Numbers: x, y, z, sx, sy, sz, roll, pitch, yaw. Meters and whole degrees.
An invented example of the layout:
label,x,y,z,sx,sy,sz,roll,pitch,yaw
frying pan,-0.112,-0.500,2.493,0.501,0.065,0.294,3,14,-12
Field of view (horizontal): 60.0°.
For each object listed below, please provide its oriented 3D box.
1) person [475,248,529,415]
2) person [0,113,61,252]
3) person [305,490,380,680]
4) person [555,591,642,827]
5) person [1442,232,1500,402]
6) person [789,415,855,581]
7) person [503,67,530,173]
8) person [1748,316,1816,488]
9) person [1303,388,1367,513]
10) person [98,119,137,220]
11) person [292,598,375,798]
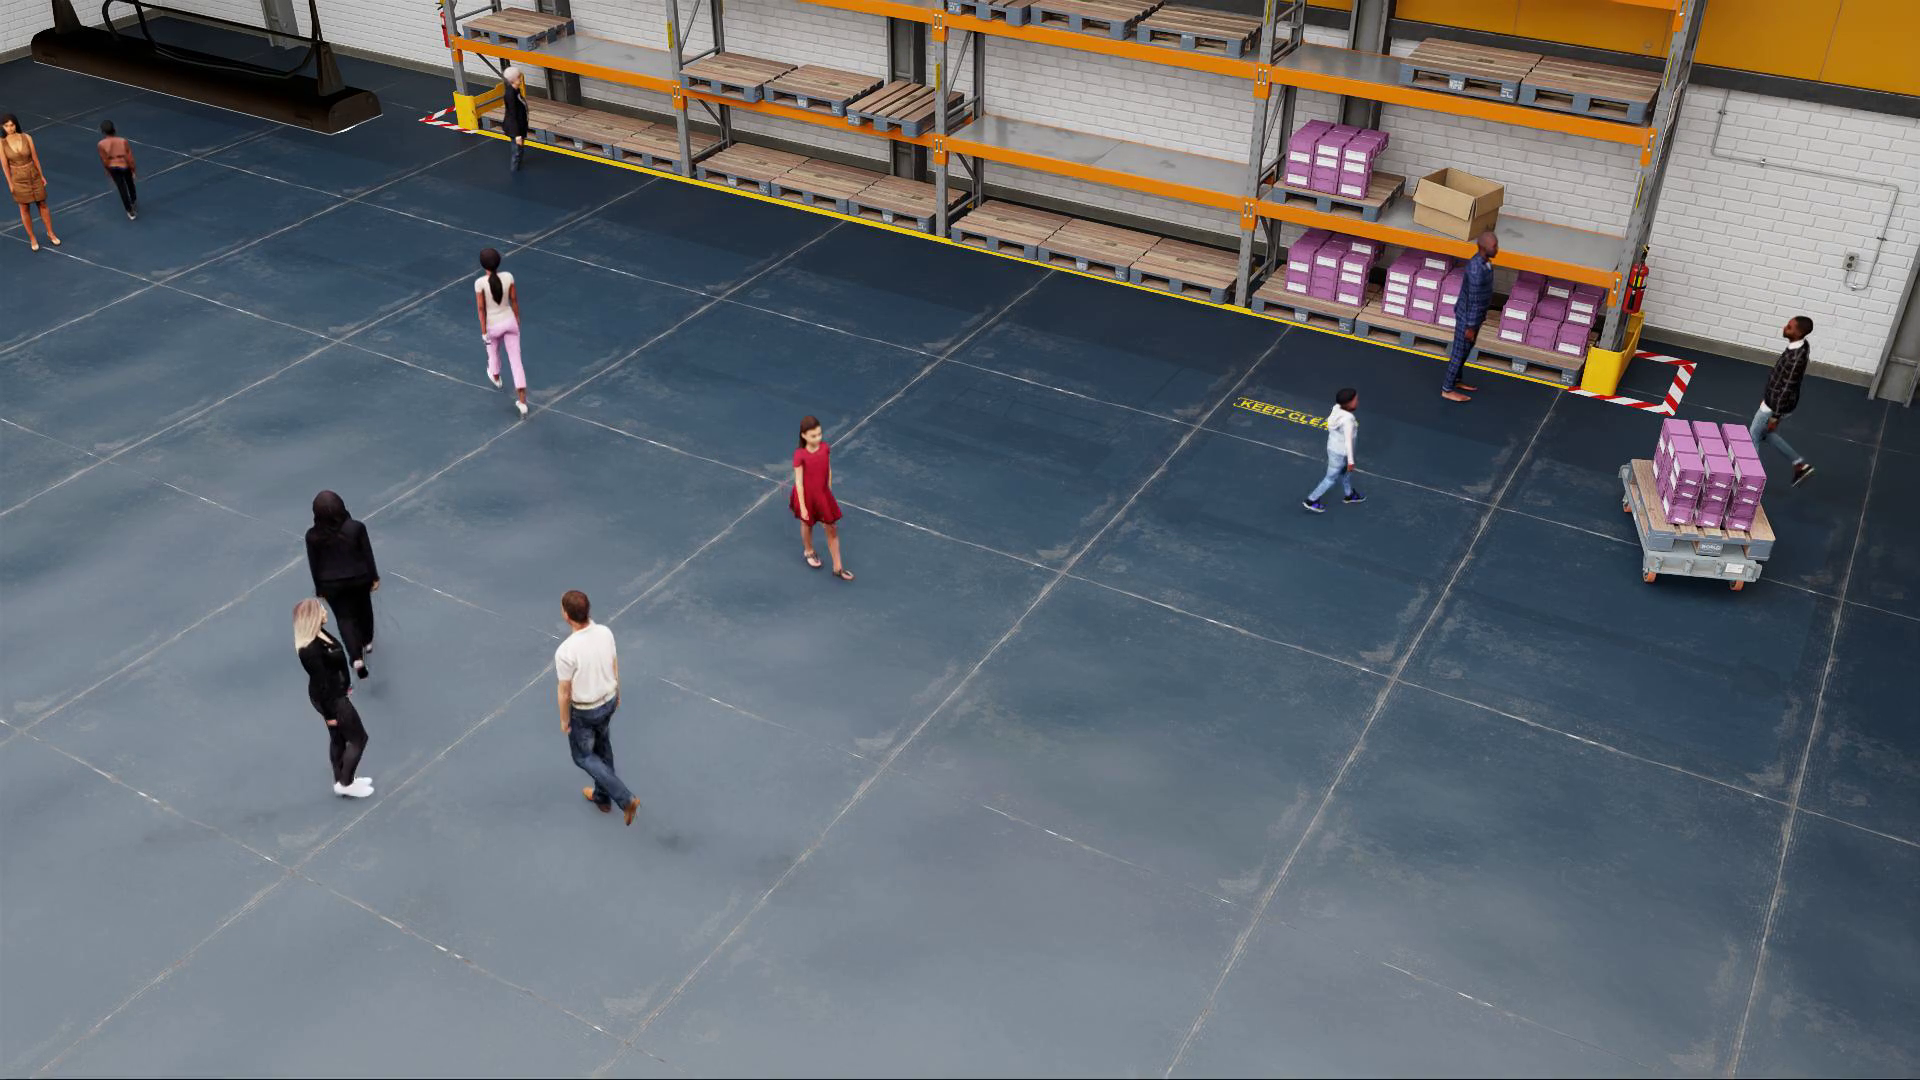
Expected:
label,x,y,z,sx,sy,sz,roll,pitch,yaw
person,-4.565,-2.070,16.687,0.979,1.687,1.243,-19,38,-26
person,-11.299,-4.348,20.116,0.627,1.684,0.608,-26,41,-33
person,-4.822,0.364,13.106,0.991,1.596,1.124,-14,36,-20
person,-2.501,1.219,11.613,0.980,1.825,0.786,19,38,26
person,5.193,-2.297,16.910,0.609,1.817,0.657,15,36,21
person,-1.302,-0.419,14.349,0.774,1.525,0.975,-21,39,-29
person,-6.038,-5.528,22.524,0.767,1.780,0.824,-2,34,-3
person,7.617,-1.218,15.303,0.974,1.799,0.661,18,38,25
person,3.421,-0.811,15.198,0.912,1.238,0.785,-3,34,-4
person,-10.611,-4.658,20.999,0.820,1.224,0.956,-16,37,-22
person,-4.569,1.160,11.839,0.765,1.673,0.677,-13,36,-19
